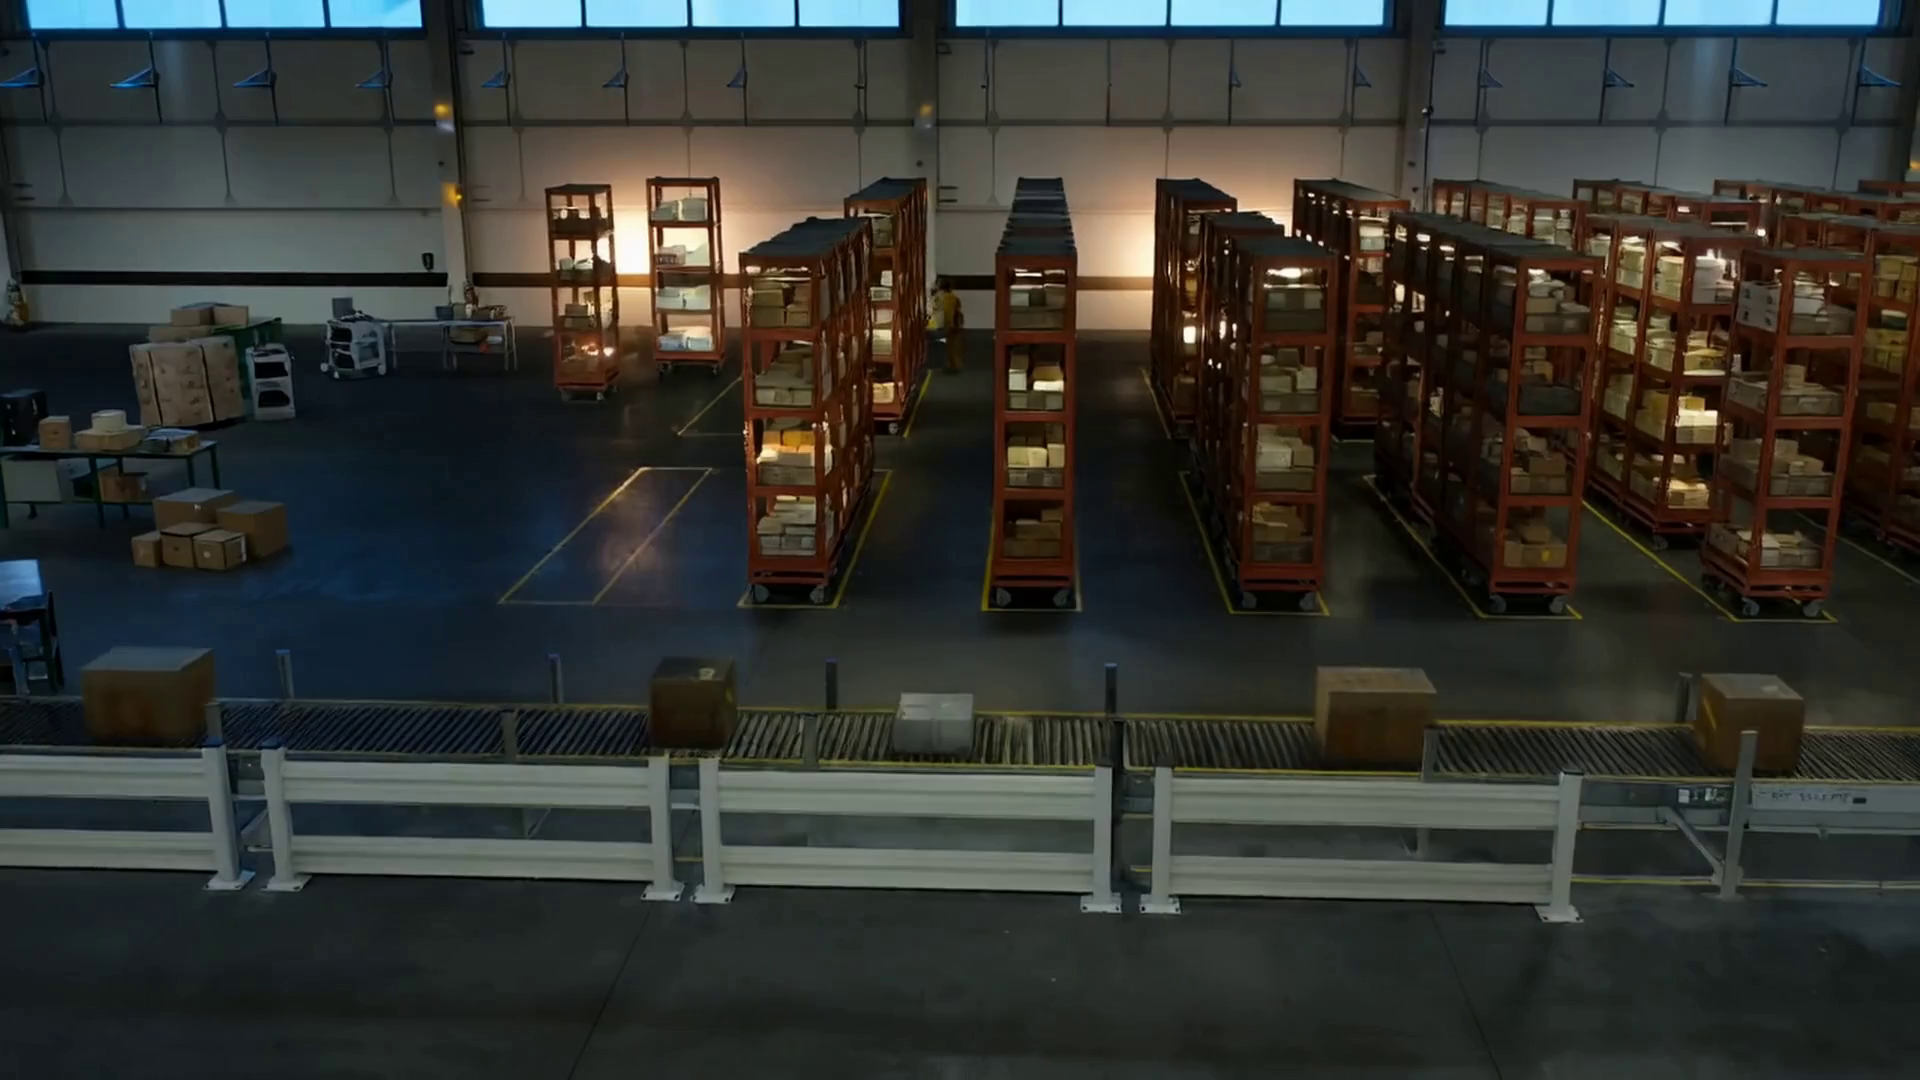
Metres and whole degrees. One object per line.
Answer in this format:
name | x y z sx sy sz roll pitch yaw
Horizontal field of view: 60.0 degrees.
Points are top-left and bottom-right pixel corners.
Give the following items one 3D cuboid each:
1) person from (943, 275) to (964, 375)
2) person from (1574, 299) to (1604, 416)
person | -0.113 -3.993 30.869 0.374 1.840 0.570 -2 15 -8
person | 9.991 -2.831 26.294 0.615 1.976 0.565 -1 15 -5
